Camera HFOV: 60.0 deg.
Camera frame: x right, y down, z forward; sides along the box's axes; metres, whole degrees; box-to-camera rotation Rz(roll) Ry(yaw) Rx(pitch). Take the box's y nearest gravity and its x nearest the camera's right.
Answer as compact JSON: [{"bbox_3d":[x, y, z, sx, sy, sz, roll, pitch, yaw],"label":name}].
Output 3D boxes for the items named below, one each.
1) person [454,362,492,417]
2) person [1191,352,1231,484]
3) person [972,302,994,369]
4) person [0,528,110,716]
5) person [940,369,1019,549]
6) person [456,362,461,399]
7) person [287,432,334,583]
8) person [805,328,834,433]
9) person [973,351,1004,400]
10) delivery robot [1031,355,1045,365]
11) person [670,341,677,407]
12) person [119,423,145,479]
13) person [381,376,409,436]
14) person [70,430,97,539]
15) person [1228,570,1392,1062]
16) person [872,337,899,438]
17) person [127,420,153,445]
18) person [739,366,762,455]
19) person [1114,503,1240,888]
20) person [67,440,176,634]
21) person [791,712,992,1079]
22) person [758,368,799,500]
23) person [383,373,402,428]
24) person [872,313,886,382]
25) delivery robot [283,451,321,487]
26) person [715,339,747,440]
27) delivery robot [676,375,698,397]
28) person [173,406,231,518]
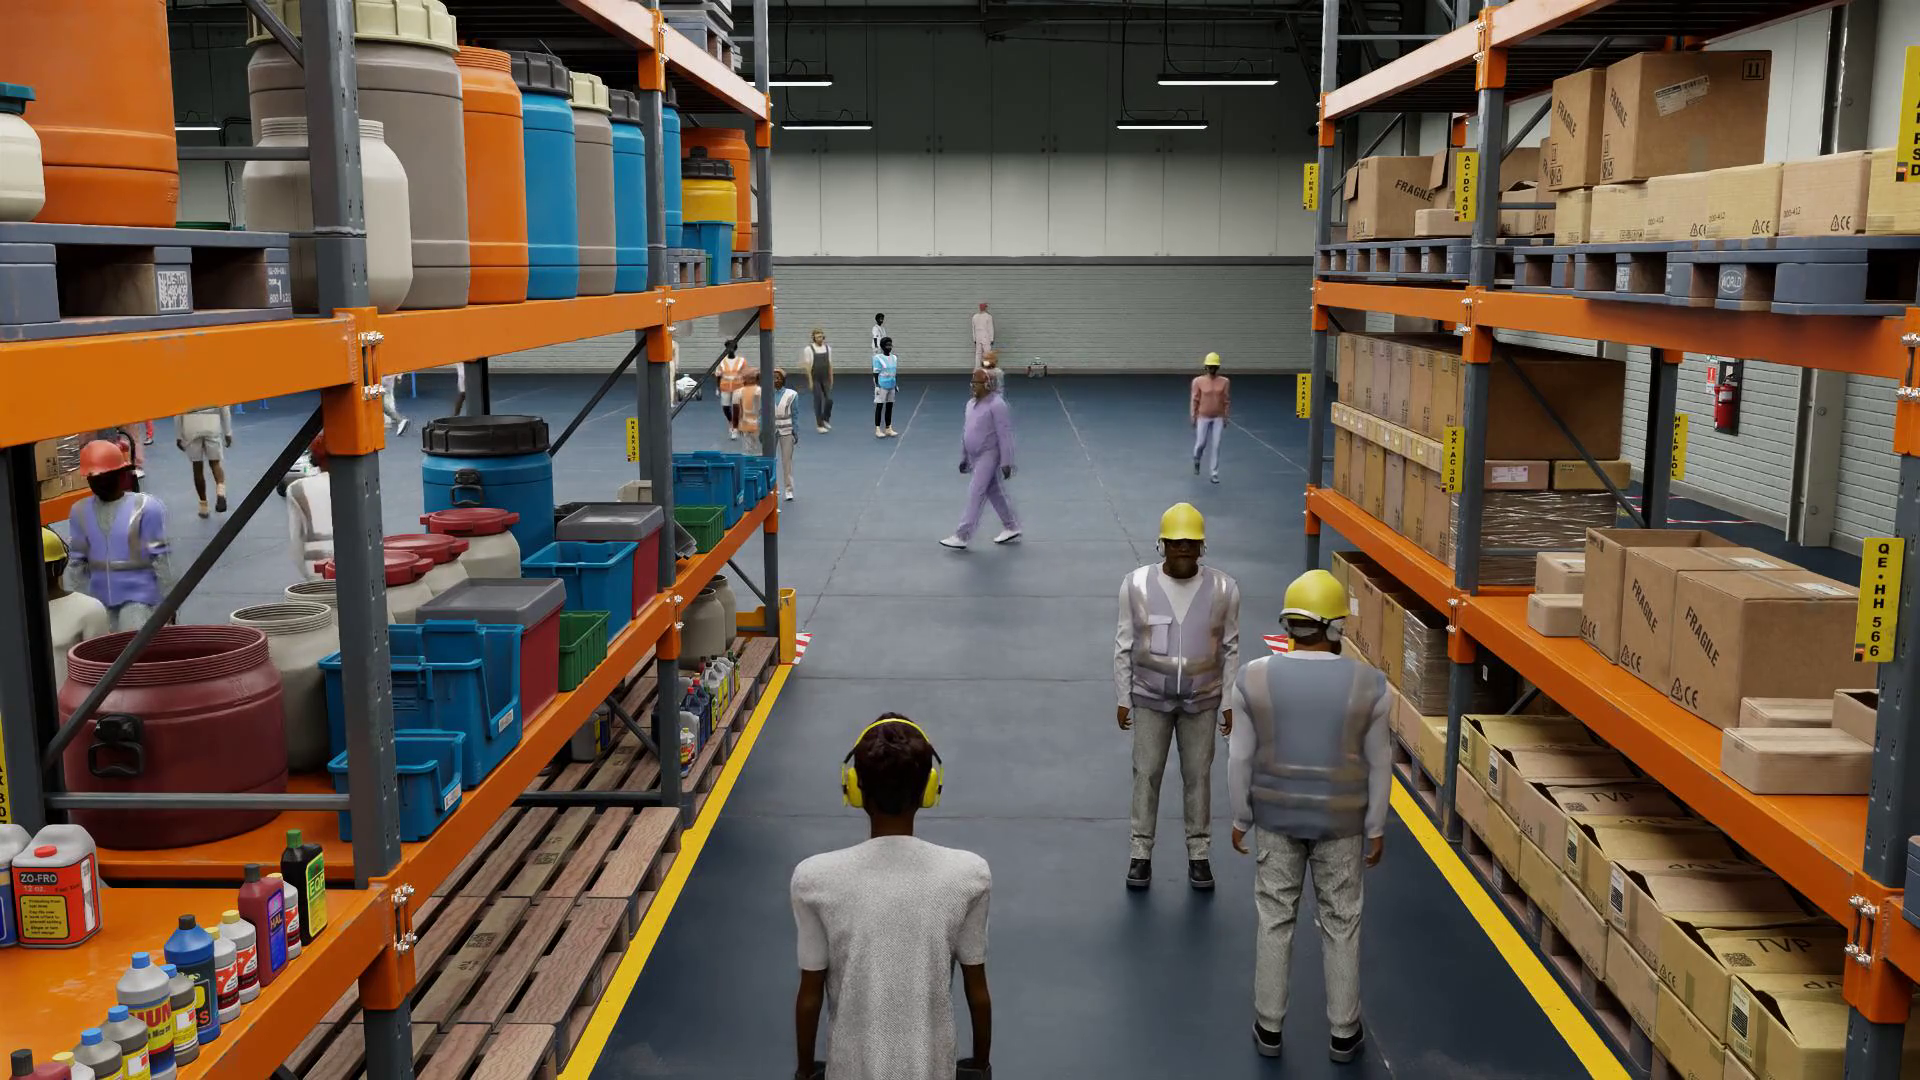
[{"bbox_3d":[-8.800,-3.000,30.088,0.920,1.889,0.544,-8,12,-39],"label":"person"},{"bbox_3d":[3.381,-1.662,22.476,0.528,1.756,0.483,-1,10,-5],"label":"person"},{"bbox_3d":[0.636,-5.256,43.515,0.646,1.913,0.409,7,12,36],"label":"person"},{"bbox_3d":[-4.142,0.811,7.611,0.534,1.767,0.314,0,9,-2],"label":"person"},{"bbox_3d":[0.234,-0.855,17.329,1.020,1.860,0.660,-5,11,-29],"label":"person"},{"bbox_3d":[-10.716,-4.014,35.994,0.629,1.940,0.373,-5,11,-27],"label":"person"},{"bbox_3d":[-4.138,0.210,11.046,0.580,1.841,0.922,-3,10,-15],"label":"person"},{"bbox_3d":[-2.420,-2.762,28.843,0.517,1.823,0.401,-5,11,-28],"label":"person"},{"bbox_3d":[0.397,-2.059,25.219,0.532,1.610,0.581,4,10,22],"label":"person"},{"bbox_3d":[2.020,-4.685,43.219,0.335,0.223,0.698,0,10,0],"label":"delivery robot"},{"bbox_3d":[-5.982,-3.501,33.900,0.551,1.619,0.350,-8,12,-40],"label":"person"},{"bbox_3d":[-11.540,-1.769,22.763,0.648,1.880,0.602,5,11,26],"label":"person"},{"bbox_3d":[-9.829,-2.675,28.156,0.795,1.888,0.647,-1,10,-5],"label":"person"},{"bbox_3d":[-9.205,-0.923,17.573,0.643,1.910,0.400,6,11,34],"label":"person"},{"bbox_3d":[1.292,1.019,6.175,0.591,1.829,0.404,3,10,15],"label":"person"},{"bbox_3d":[-1.253,-2.592,28.198,0.320,1.698,0.531,9,13,43],"label":"person"},{"bbox_3d":[-13.389,-2.436,27.053,0.523,1.769,0.319,1,10,8],"label":"person"},{"bbox_3d":[-2.630,-1.418,21.361,0.527,1.624,0.365,8,12,39],"label":"person"},{"bbox_3d":[1.022,0.733,7.863,0.590,1.837,0.403,1,9,4],"label":"person"},{"bbox_3d":[-5.007,0.367,9.819,0.585,1.909,0.706,1,10,4],"label":"person"},{"bbox_3d":[-0.167,1.350,4.113,0.503,1.860,0.311,-2,10,-11],"label":"person"},{"bbox_3d":[-2.268,-1.320,20.760,0.520,1.640,0.312,0,9,-1],"label":"person"},{"bbox_3d":[-10.340,-2.945,29.826,0.589,1.865,0.603,-9,13,-44],"label":"person"},{"bbox_3d":[-2.013,-4.777,41.275,0.322,1.699,0.536,3,10,19],"label":"person"},{"bbox_3d":[-8.370,-0.899,21.317,0.477,0.478,0.707,1,10,6],"label":"delivery robot"},{"bbox_3d":[-3.839,-2.551,28.018,0.536,1.674,0.690,0,9,0],"label":"person"},{"bbox_3d":[-5.882,-3.323,35.840,0.477,0.478,0.707,-4,10,-21],"label":"delivery robot"},{"bbox_3d":[-8.793,-1.269,19.310,0.604,2.027,0.524,-6,11,-34],"label":"person"}]
